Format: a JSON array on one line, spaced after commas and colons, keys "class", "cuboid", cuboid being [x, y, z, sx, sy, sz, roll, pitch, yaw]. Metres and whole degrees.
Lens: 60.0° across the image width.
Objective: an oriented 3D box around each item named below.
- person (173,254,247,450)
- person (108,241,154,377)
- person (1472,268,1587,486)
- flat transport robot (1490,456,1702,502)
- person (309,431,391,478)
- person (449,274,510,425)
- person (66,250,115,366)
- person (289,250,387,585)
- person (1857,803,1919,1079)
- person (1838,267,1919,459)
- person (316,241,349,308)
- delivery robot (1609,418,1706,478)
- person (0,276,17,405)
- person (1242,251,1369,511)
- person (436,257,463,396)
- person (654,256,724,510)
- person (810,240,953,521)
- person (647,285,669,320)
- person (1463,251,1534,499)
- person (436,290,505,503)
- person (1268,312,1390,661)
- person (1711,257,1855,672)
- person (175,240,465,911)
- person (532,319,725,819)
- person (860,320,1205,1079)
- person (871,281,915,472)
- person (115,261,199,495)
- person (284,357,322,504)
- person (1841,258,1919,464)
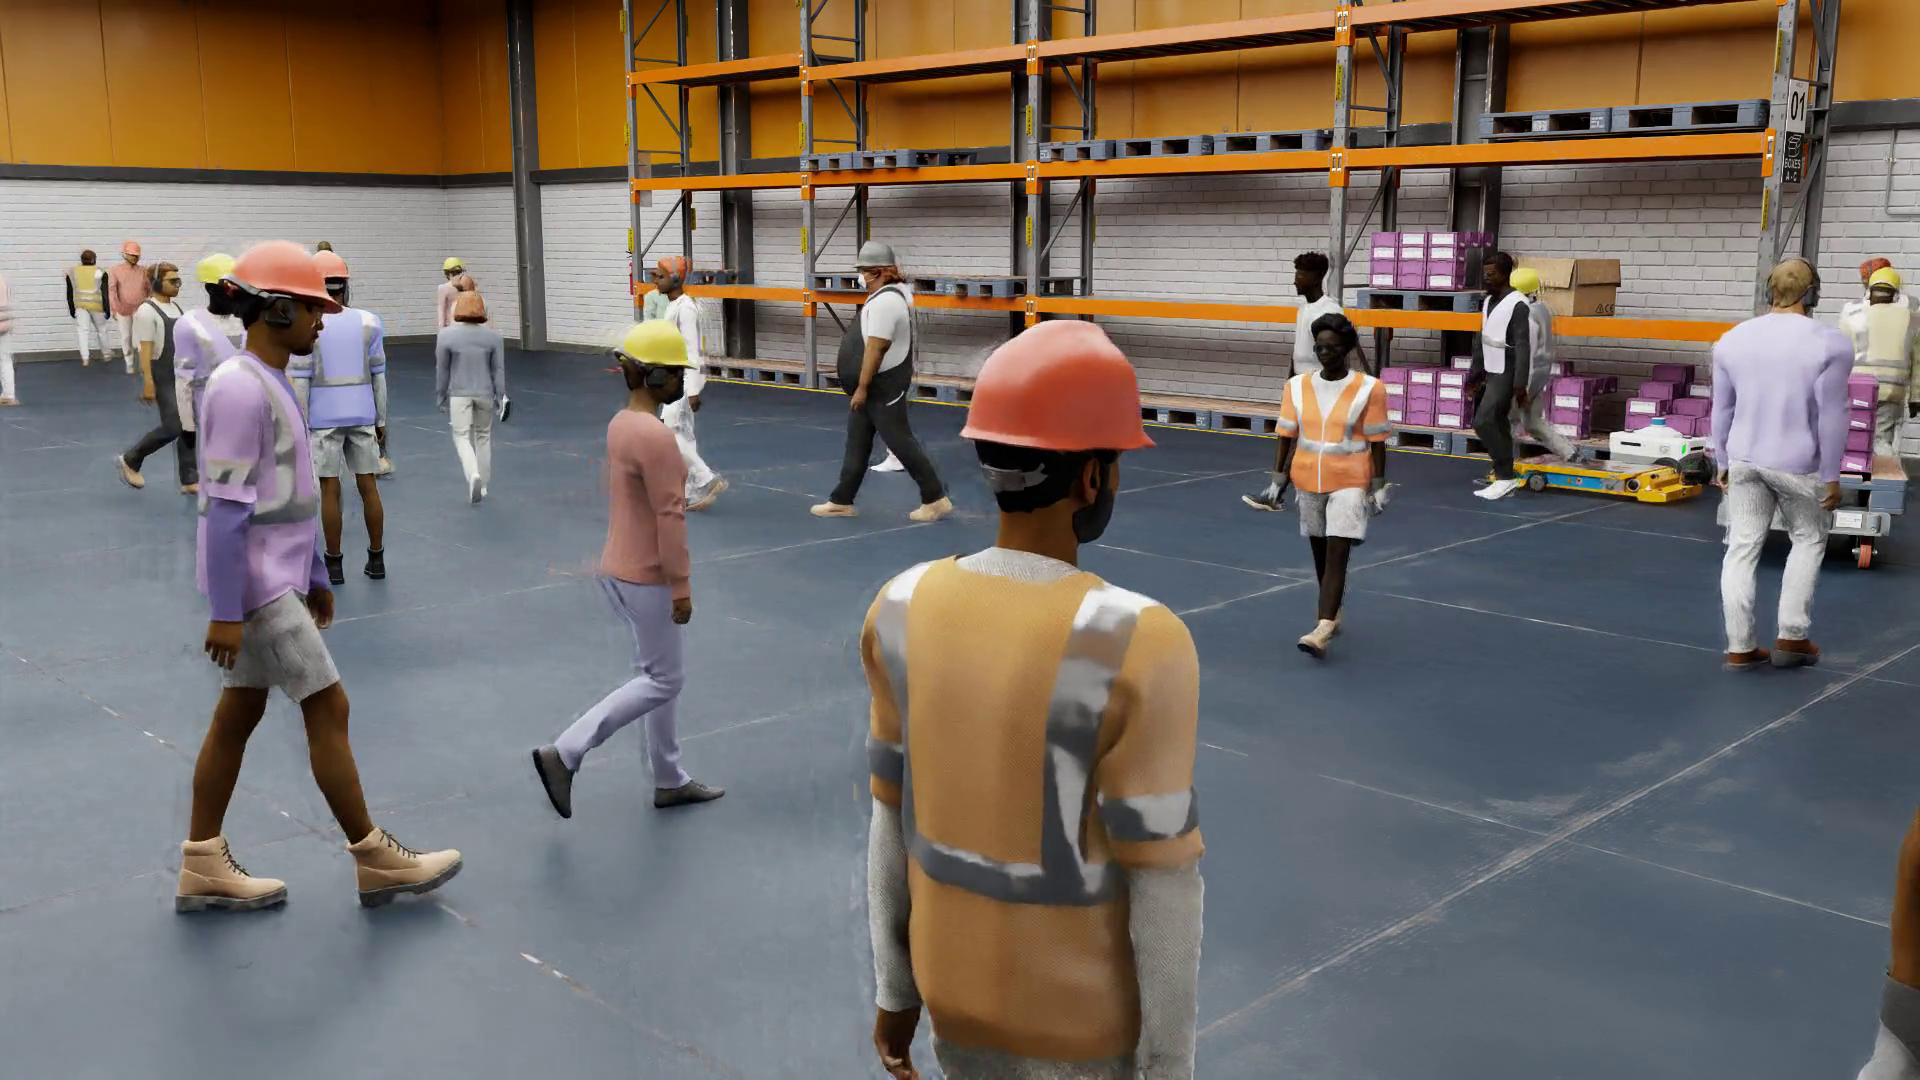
[{"class": "person", "cuboid": [-4.340, -0.762, 10.074, 0.748, 1.906, 0.597, 5, 11, 23]}, {"class": "person", "cuboid": [-12.010, -3.352, 24.129, 0.617, 1.944, 1.055, -6, 12, -30]}, {"class": "person", "cuboid": [4.565, -1.275, 13.223, 0.812, 1.773, 0.615, 5, 12, 28]}, {"class": "flat transport robot", "cuboid": [4.997, -0.501, 13.101, 0.652, 0.197, 1.431, -10, 14, -43]}, {"class": "person", "cuboid": [-5.137, -1.308, 13.725, 0.855, 1.658, 0.540, 2, 11, 11]}, {"class": "person", "cuboid": [-5.130, -2.004, 17.619, 0.622, 1.615, 0.524, 5, 11, 25]}, {"class": "person", "cuboid": [-13.669, -3.652, 26.165, 0.659, 1.776, 0.999, -2, 11, -11]}, {"class": "person", "cuboid": [-3.614, -0.707, 9.687, 0.544, 1.936, 0.359, -8, 13, -36]}, {"class": "person", "cuboid": [1.585, 0.686, 2.360, 0.610, 1.859, 0.417, 1, 10, 7]}, {"class": "person", "cuboid": [6.608, -1.060, 11.986, 0.636, 1.799, 0.609, 3, 11, 13]}, {"class": "person", "cuboid": [-9.895, -3.711, 26.079, 0.627, 1.934, 0.371, -7, 13, -35]}, {"class": "delivery robot", "cuboid": [5.608, -0.744, 13.398, 0.477, 0.478, 0.707, -7, 13, -35]}, {"class": "person", "cuboid": [-11.549, -2.491, 19.737, 0.526, 1.826, 0.646, 1, 10, 4]}, {"class": "person", "cuboid": [2.615, -1.164, 12.269, 1.036, 1.910, 0.627, -1, 10, -7]}, {"class": "person", "cuboid": [-6.312, -2.642, 20.748, 0.426, 1.745, 0.548, 7, 13, 35]}, {"class": "person", "cuboid": [-2.050, -1.125, 12.126, 0.413, 1.869, 0.588, -3, 11, -15]}, {"class": "person", "cuboid": [-0.538, -1.148, 11.803, 1.002, 2.000, 0.677, -1, 10, -5]}, {"class": "person", "cuboid": [-3.757, -2.658, 21.206, 0.503, 1.616, 0.605, -6, 12, -31]}, {"class": "person", "cuboid": [4.141, -1.257, 12.788, 0.477, 1.896, 0.582, 0, 10, 0]}, {"class": "person", "cuboid": [-3.691, -1.083, 12.618, 0.500, 1.612, 0.712, -5, 11, -25]}, {"class": "person", "cuboid": [1.760, -0.266, 8.049, 0.550, 1.644, 0.875, 7, 13, 34]}, {"class": "person", "cuboid": [3.848, -0.348, 7.765, 0.701, 1.916, 0.662, -9, 13, -39]}, {"class": "person", "cuboid": [-1.960, 0.121, 4.994, 0.962, 1.996, 0.636, -3, 11, -15]}, {"class": "person", "cuboid": [-1.149, 0.122, 5.704, 0.632, 1.744, 0.531, -5, 12, -26]}, {"class": "person", "cuboid": [0.059, 0.652, 2.365, 0.553, 1.915, 0.826, 8, 13, 38]}, {"class": "person", "cuboid": [-0.629, -1.522, 14.264, 0.437, 1.890, 0.664, 3, 11, 16]}, {"class": "person", "cuboid": [-6.190, -1.239, 12.891, 0.653, 1.828, 0.512, 1, 10, 5]}, {"class": "person", "cuboid": [-4.633, -0.994, 11.336, 0.642, 1.905, 0.602, 5, 11, 24]}, {"class": "person", "cuboid": [7.039, -1.228, 12.749, 0.603, 1.852, 0.444, 4, 11, 22]}]
